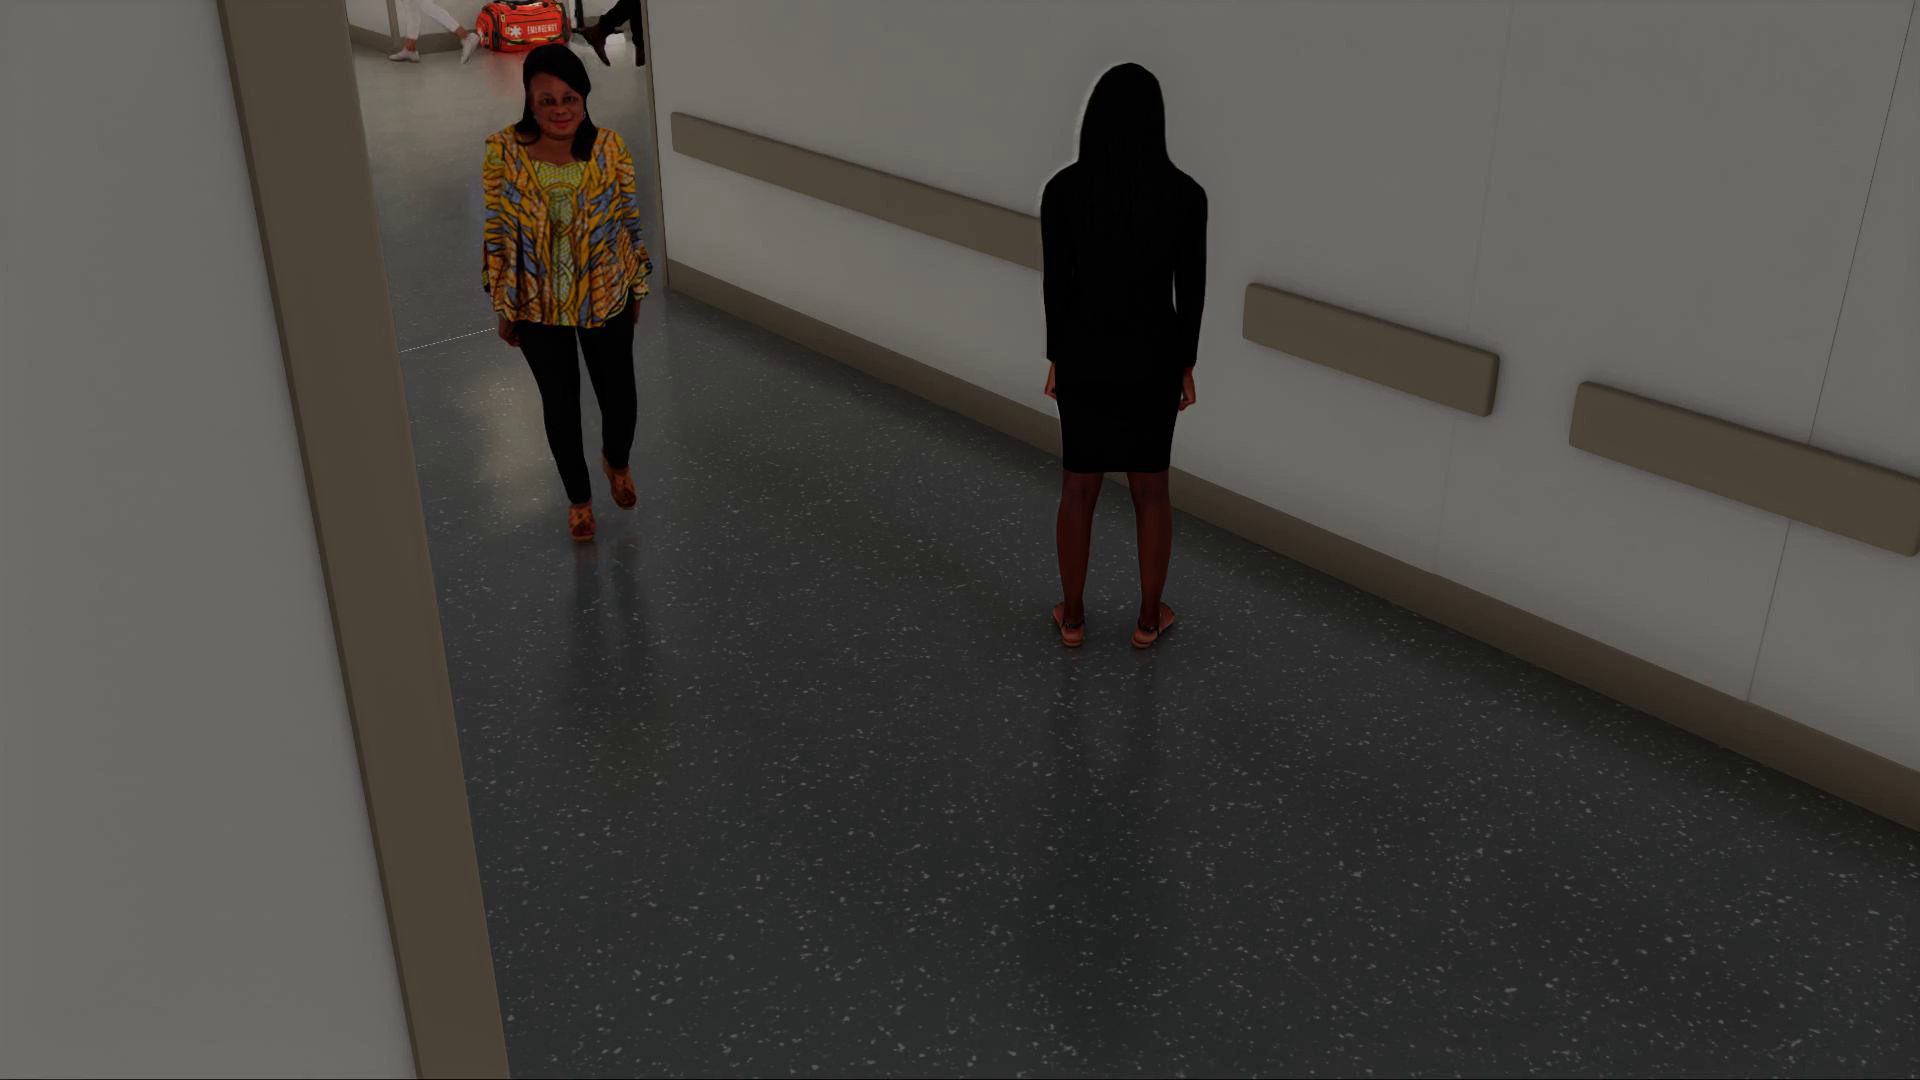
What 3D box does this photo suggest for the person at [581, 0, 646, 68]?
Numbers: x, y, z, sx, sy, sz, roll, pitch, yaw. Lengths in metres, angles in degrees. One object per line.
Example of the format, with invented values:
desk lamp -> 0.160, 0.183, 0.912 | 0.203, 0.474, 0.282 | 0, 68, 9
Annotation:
person -> -2.779, -4.768, 13.451 | 1.115, 1.873, 0.881 | -23, 34, -39

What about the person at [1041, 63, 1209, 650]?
person -> 0.455, -0.492, 4.760 | 0.676, 1.720, 0.728 | 3, 26, 6

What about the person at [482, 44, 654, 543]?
person -> -1.292, -0.799, 5.482 | 0.837, 1.646, 0.915 | -6, 26, -13

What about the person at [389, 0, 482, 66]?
person -> -4.387, -4.732, 13.613 | 1.122, 1.667, 1.100 | 3, 26, 6
